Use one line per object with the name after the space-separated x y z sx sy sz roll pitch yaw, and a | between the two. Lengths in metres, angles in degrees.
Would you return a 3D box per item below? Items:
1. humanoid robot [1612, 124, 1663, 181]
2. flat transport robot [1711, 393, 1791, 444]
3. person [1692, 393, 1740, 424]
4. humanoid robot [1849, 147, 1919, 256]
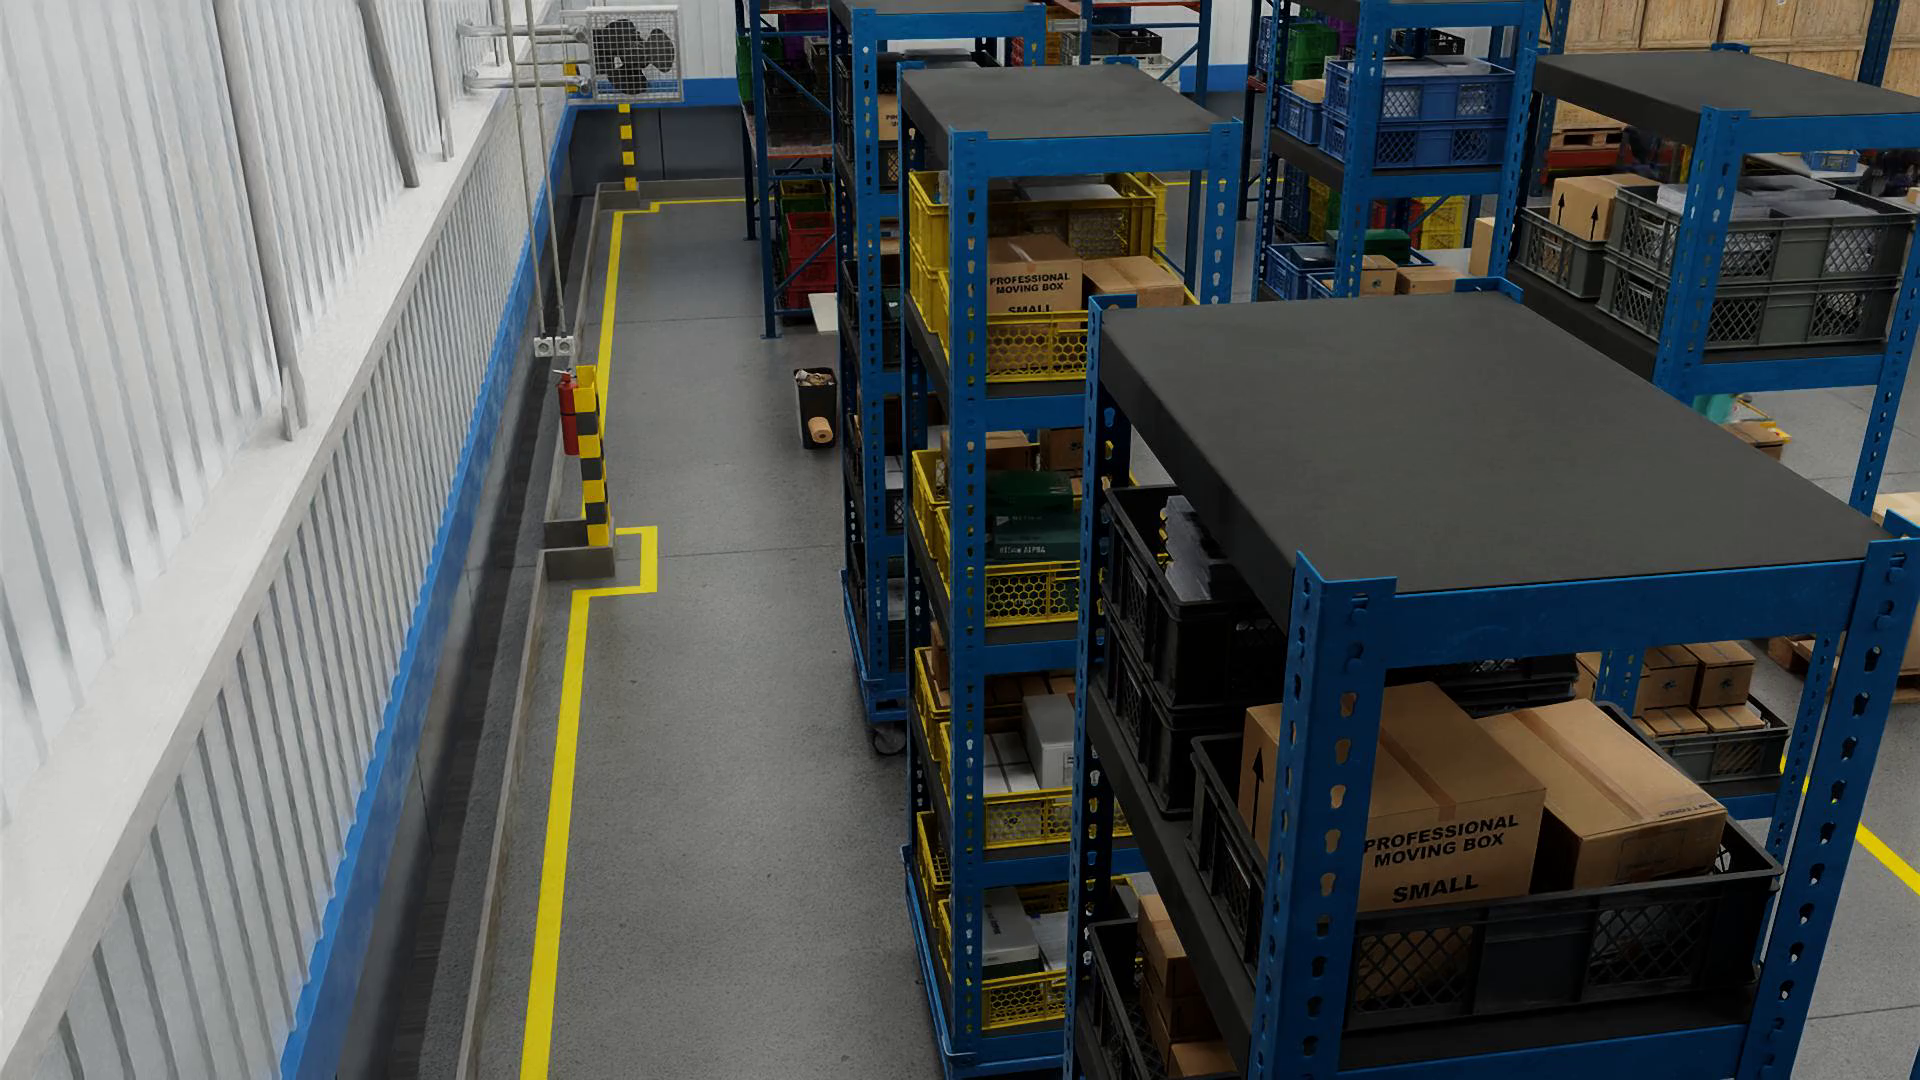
6.595 -3.513 16.252 0.625 1.641 0.440 -9 26 -18 | humanoid robot
5.224 -0.859 12.132 1.431 0.197 0.652 -4 25 -8 | flat transport robot
4.979 -1.129 10.960 0.324 1.767 0.531 -6 25 -13 | person
8.764 -3.230 15.677 0.751 1.619 0.554 0 25 0 | humanoid robot
